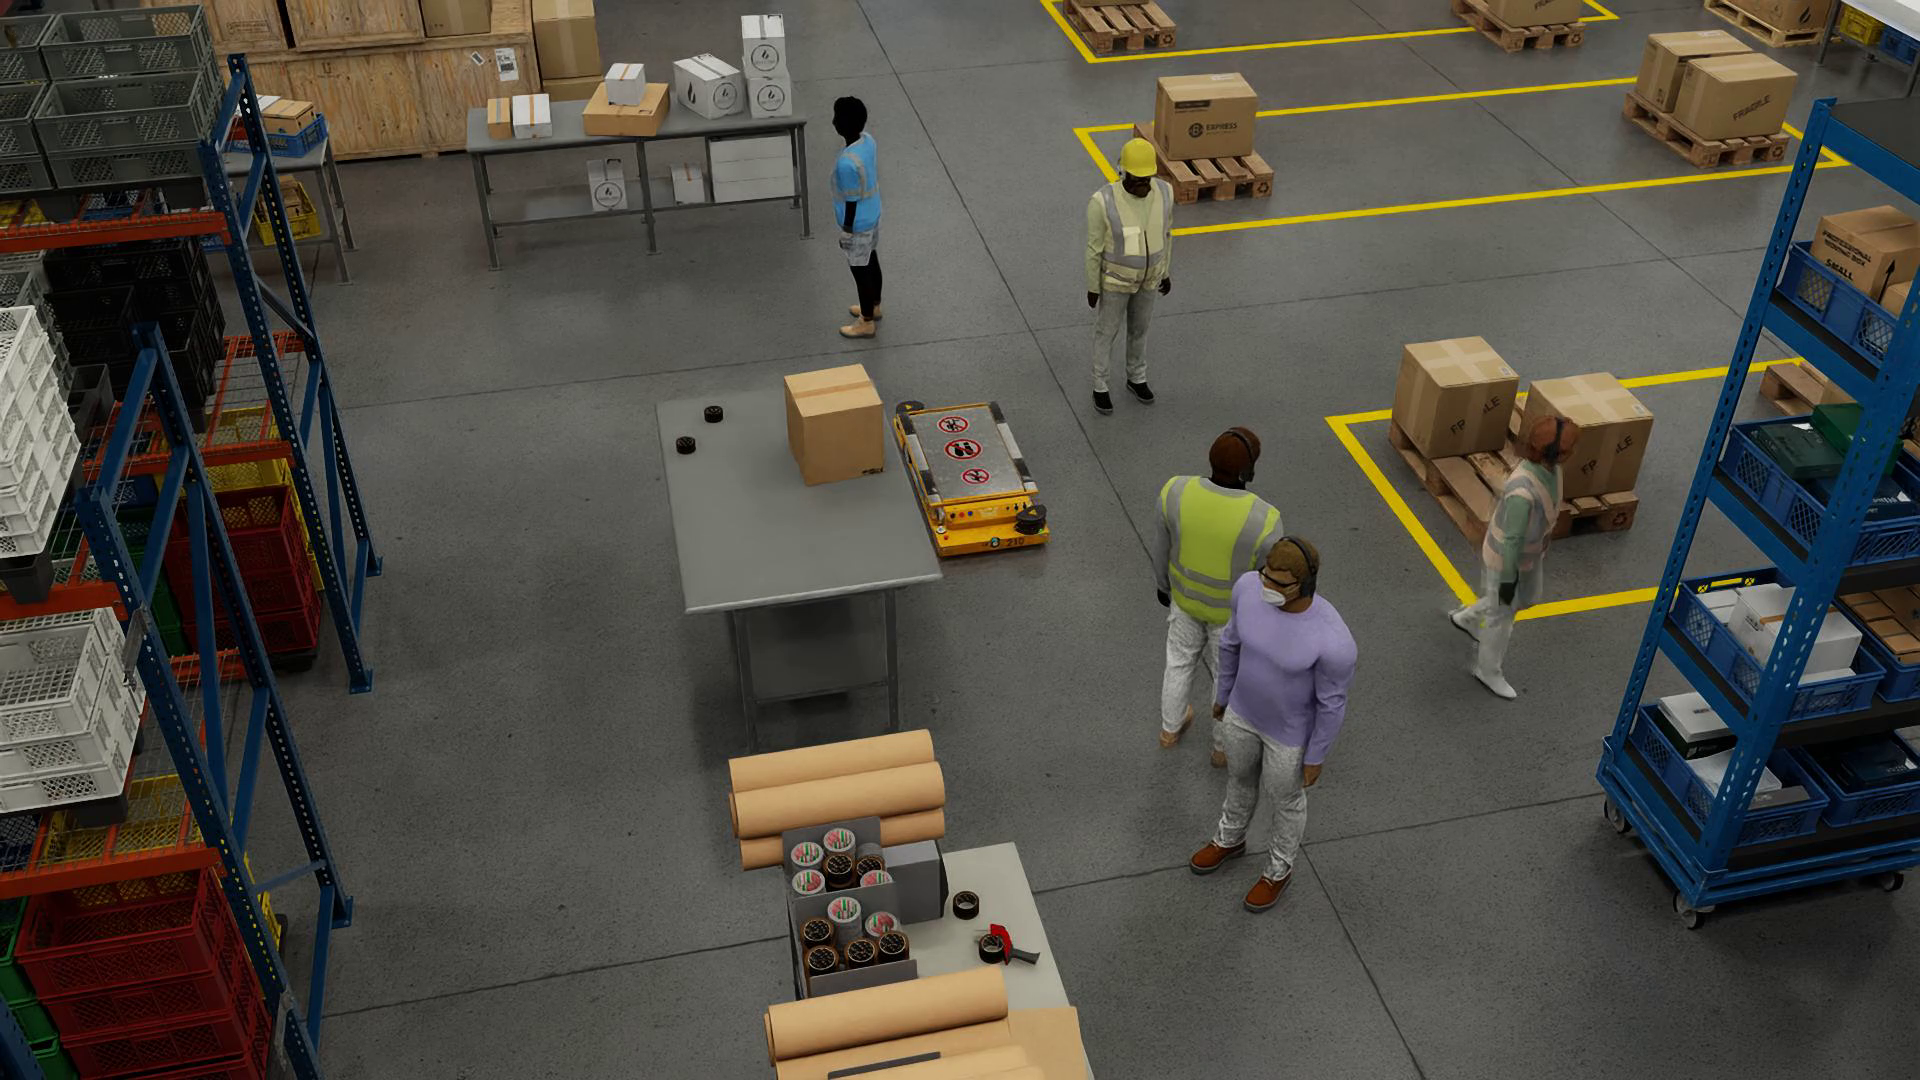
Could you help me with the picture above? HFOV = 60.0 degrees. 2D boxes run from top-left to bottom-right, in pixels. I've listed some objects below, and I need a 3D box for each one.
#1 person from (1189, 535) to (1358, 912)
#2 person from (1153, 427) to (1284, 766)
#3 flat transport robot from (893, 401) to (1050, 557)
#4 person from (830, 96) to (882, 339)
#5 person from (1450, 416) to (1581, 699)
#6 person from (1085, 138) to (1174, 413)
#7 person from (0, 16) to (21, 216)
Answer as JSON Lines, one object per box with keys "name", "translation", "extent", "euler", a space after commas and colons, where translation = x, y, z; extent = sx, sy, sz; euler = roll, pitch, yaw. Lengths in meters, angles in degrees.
{"name": "person", "translation": [1.329, 0.776, 7.101], "extent": [0.371, 1.940, 0.630], "euler": [-28, 45, -32]}
{"name": "person", "translation": [1.214, 0.271, 7.861], "extent": [0.634, 1.839, 0.429], "euler": [21, 41, 26]}
{"name": "flat transport robot", "translation": [0.046, -0.430, 10.108], "extent": [0.652, 0.197, 1.431], "euler": [-8, 37, -10]}
{"name": "person", "translation": [-0.697, -2.180, 11.273], "extent": [0.320, 1.695, 0.537], "euler": [8, 37, 11]}
{"name": "person", "translation": [2.757, 0.066, 8.319], "extent": [0.408, 1.622, 0.533], "euler": [27, 45, 32]}
{"name": "person", "translation": [1.073, -1.661, 10.464], "extent": [0.602, 1.830, 0.404], "euler": [-14, 39, -18]}
{"name": "person", "translation": [-6.937, -2.841, 12.063], "extent": [0.702, 1.832, 0.527], "euler": [-29, 45, -33]}
